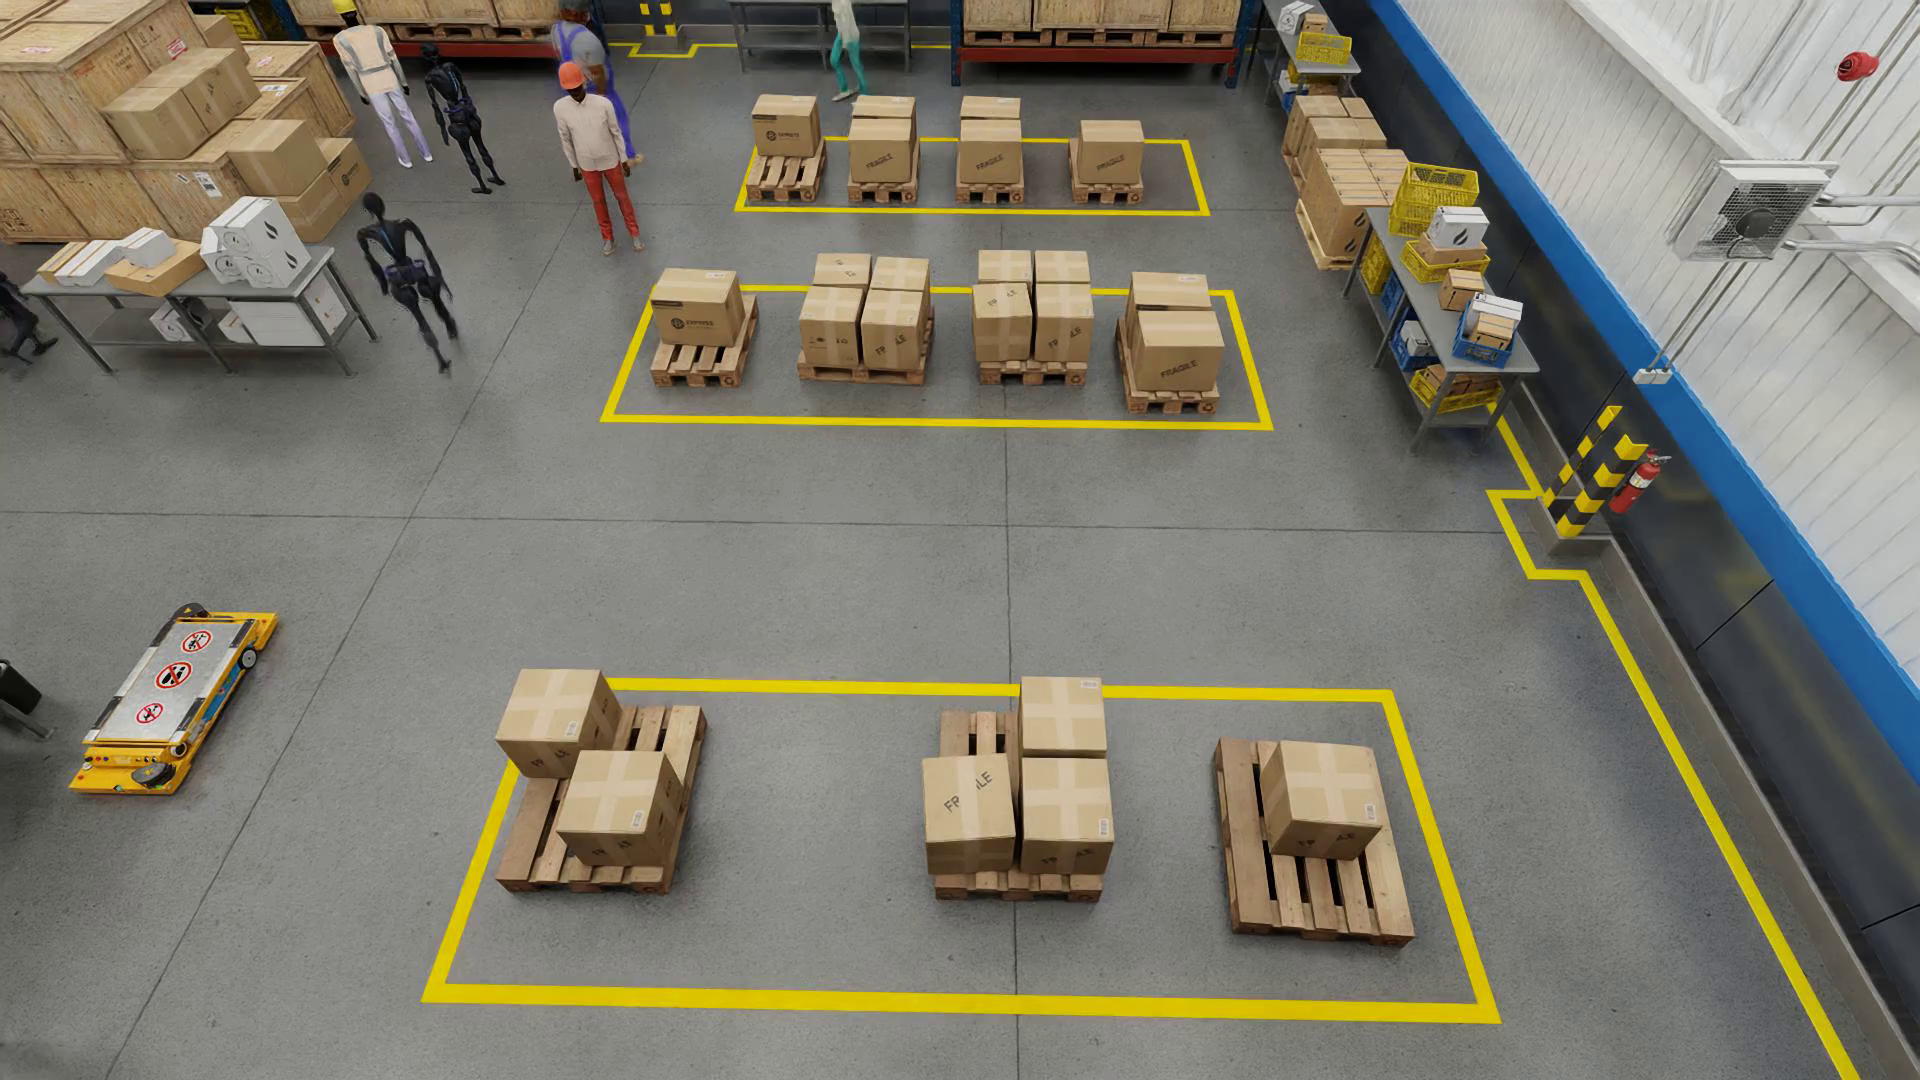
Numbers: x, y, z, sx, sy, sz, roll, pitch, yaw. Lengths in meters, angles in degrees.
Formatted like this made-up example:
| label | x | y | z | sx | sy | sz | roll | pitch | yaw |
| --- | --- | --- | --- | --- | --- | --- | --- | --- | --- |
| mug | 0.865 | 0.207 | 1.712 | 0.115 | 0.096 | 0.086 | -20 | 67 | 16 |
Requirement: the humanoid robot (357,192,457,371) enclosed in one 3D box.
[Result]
| label | x | y | z | sx | sy | sz | roll | pitch | yaw |
| --- | --- | --- | --- | --- | --- | --- | --- | --- | --- |
| humanoid robot | -5.120 | -2.395 | 8.526 | 0.592 | 1.636 | 0.841 | -20 | 53 | -16 |

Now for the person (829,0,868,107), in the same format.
| label | x | y | z | sx | sy | sz | roll | pitch | yaw |
| --- | --- | --- | --- | --- | --- | --- | --- | --- | --- |
| person | -1.513 | -6.528 | 11.927 | 0.592 | 1.738 | 0.532 | -23 | 53 | -18 |

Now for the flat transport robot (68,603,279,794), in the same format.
| label | x | y | z | sx | sy | sz | roll | pitch | yaw |
| --- | --- | --- | --- | --- | --- | --- | --- | --- | --- |
| flat transport robot | -5.504 | 1.072 | 6.442 | 0.652 | 0.197 | 1.431 | 1 | 50 | 1 |

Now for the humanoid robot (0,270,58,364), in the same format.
| label | x | y | z | sx | sy | sz | roll | pitch | yaw |
| --- | --- | --- | --- | --- | --- | --- | --- | --- | --- |
| humanoid robot | -9.071 | -2.342 | 8.430 | 0.629 | 1.645 | 0.450 | 13 | 51 | 11 |

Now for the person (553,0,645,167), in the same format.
| label | x | y | z | sx | sy | sz | roll | pitch | yaw |
| --- | --- | --- | --- | --- | --- | --- | --- | --- | --- |
| person | -4.279 | -5.369 | 10.751 | 0.695 | 2.000 | 0.762 | 25 | 54 | 19 |

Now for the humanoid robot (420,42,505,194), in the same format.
| label | x | y | z | sx | sy | sz | roll | pitch | yaw |
| --- | --- | --- | --- | --- | --- | --- | --- | --- | --- |
| humanoid robot | -5.753 | -4.838 | 10.538 | 0.322 | 1.652 | 0.578 | 14 | 51 | 11 |

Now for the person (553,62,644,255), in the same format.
| label | x | y | z | sx | sy | sz | roll | pitch | yaw |
| --- | --- | --- | --- | --- | --- | --- | --- | --- | --- |
| person | -3.779 | -3.958 | 9.587 | 0.611 | 1.994 | 0.379 | -10 | 51 | -9 |

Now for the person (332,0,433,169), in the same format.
| label | x | y | z | sx | sy | sz | roll | pitch | yaw |
| --- | --- | --- | --- | --- | --- | --- | --- | --- | --- |
| person | -6.868 | -5.408 | 10.867 | 0.579 | 1.919 | 0.399 | -37 | 59 | -27 |
